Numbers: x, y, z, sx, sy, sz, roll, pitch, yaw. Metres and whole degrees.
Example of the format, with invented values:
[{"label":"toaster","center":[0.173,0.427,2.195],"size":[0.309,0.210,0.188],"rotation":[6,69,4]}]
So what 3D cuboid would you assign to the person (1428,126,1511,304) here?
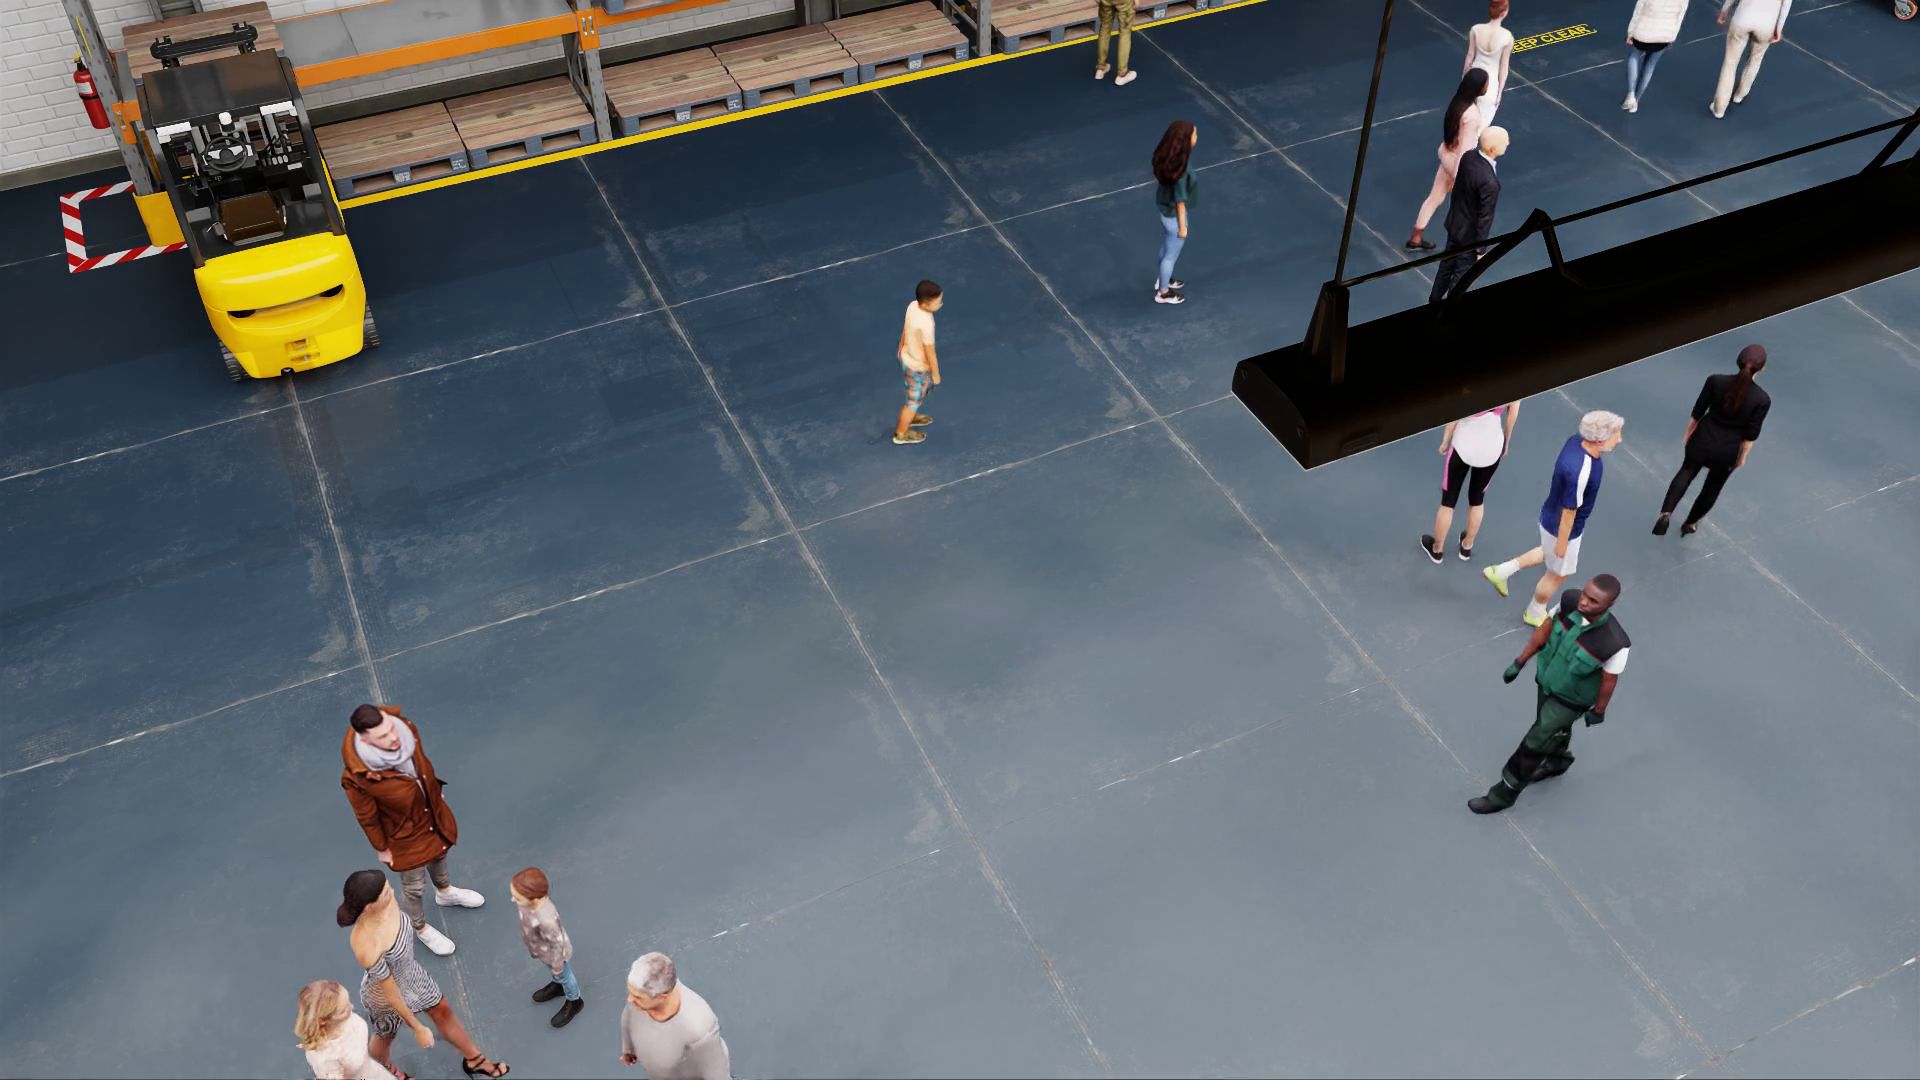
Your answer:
[{"label":"person","center":[3.997,-2.448,13.098],"size":[0.654,1.798,0.742],"rotation":[-8,44,-8]}]

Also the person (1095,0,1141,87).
[{"label":"person","center":[1.525,-5.311,16.096],"size":[0.763,1.809,0.759],"rotation":[25,49,24]}]

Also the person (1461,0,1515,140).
[{"label":"person","center":[4.550,-3.945,14.682],"size":[0.791,1.782,0.983],"rotation":[30,51,28]}]

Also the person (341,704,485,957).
[{"label":"person","center":[-2.954,1.510,8.916],"size":[0.915,1.838,0.860],"rotation":[12,45,12]}]

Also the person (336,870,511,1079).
[{"label":"person","center":[-2.885,2.214,8.206],"size":[1.057,1.796,0.921],"rotation":[5,44,5]}]

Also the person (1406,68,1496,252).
[{"label":"person","center":[4.055,-3.123,13.885],"size":[1.079,1.691,0.876],"rotation":[-2,44,-2]}]

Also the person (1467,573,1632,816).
[{"label":"person","center":[3.558,0.833,9.649],"size":[1.060,1.806,0.748],"rotation":[-15,45,-15]}]

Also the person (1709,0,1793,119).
[{"label":"person","center":[7.411,-4.798,15.531],"size":[1.009,1.845,1.071],"rotation":[13,45,13]}]

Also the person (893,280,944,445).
[{"label":"person","center":[-0.363,-1.297,12.149],"size":[0.643,1.441,0.589],"rotation":[-19,47,-18]}]

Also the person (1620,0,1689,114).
[{"label":"person","center":[6.533,-4.742,15.631],"size":[0.822,1.625,0.878],"rotation":[9,44,10]}]

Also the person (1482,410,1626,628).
[{"label":"person","center":[3.788,-0.142,10.662],"size":[0.987,1.821,0.917],"rotation":[13,45,13]}]

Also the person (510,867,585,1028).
[{"label":"person","center":[-2.168,2.114,8.748],"size":[0.514,1.194,0.526],"rotation":[-28,50,-26]}]

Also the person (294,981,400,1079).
[{"label":"person","center":[-2.951,2.585,7.807],"size":[0.794,1.809,0.730],"rotation":[1,44,1]}]

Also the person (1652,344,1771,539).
[{"label":"person","center":[5.079,-0.580,11.247],"size":[0.753,1.648,0.868],"rotation":[32,52,29]}]

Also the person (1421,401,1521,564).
[{"label":"person","center":[3.452,-0.582,11.154],"size":[0.614,1.779,0.747],"rotation":[-3,44,-3]}]

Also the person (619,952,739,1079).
[{"label":"person","center":[-1.218,2.454,7.909],"size":[1.290,1.858,1.007],"rotation":[-34,53,-30]}]

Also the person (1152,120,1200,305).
[{"label":"person","center":[1.711,-2.636,13.427],"size":[0.693,1.617,0.668],"rotation":[-5,44,-5]}]
